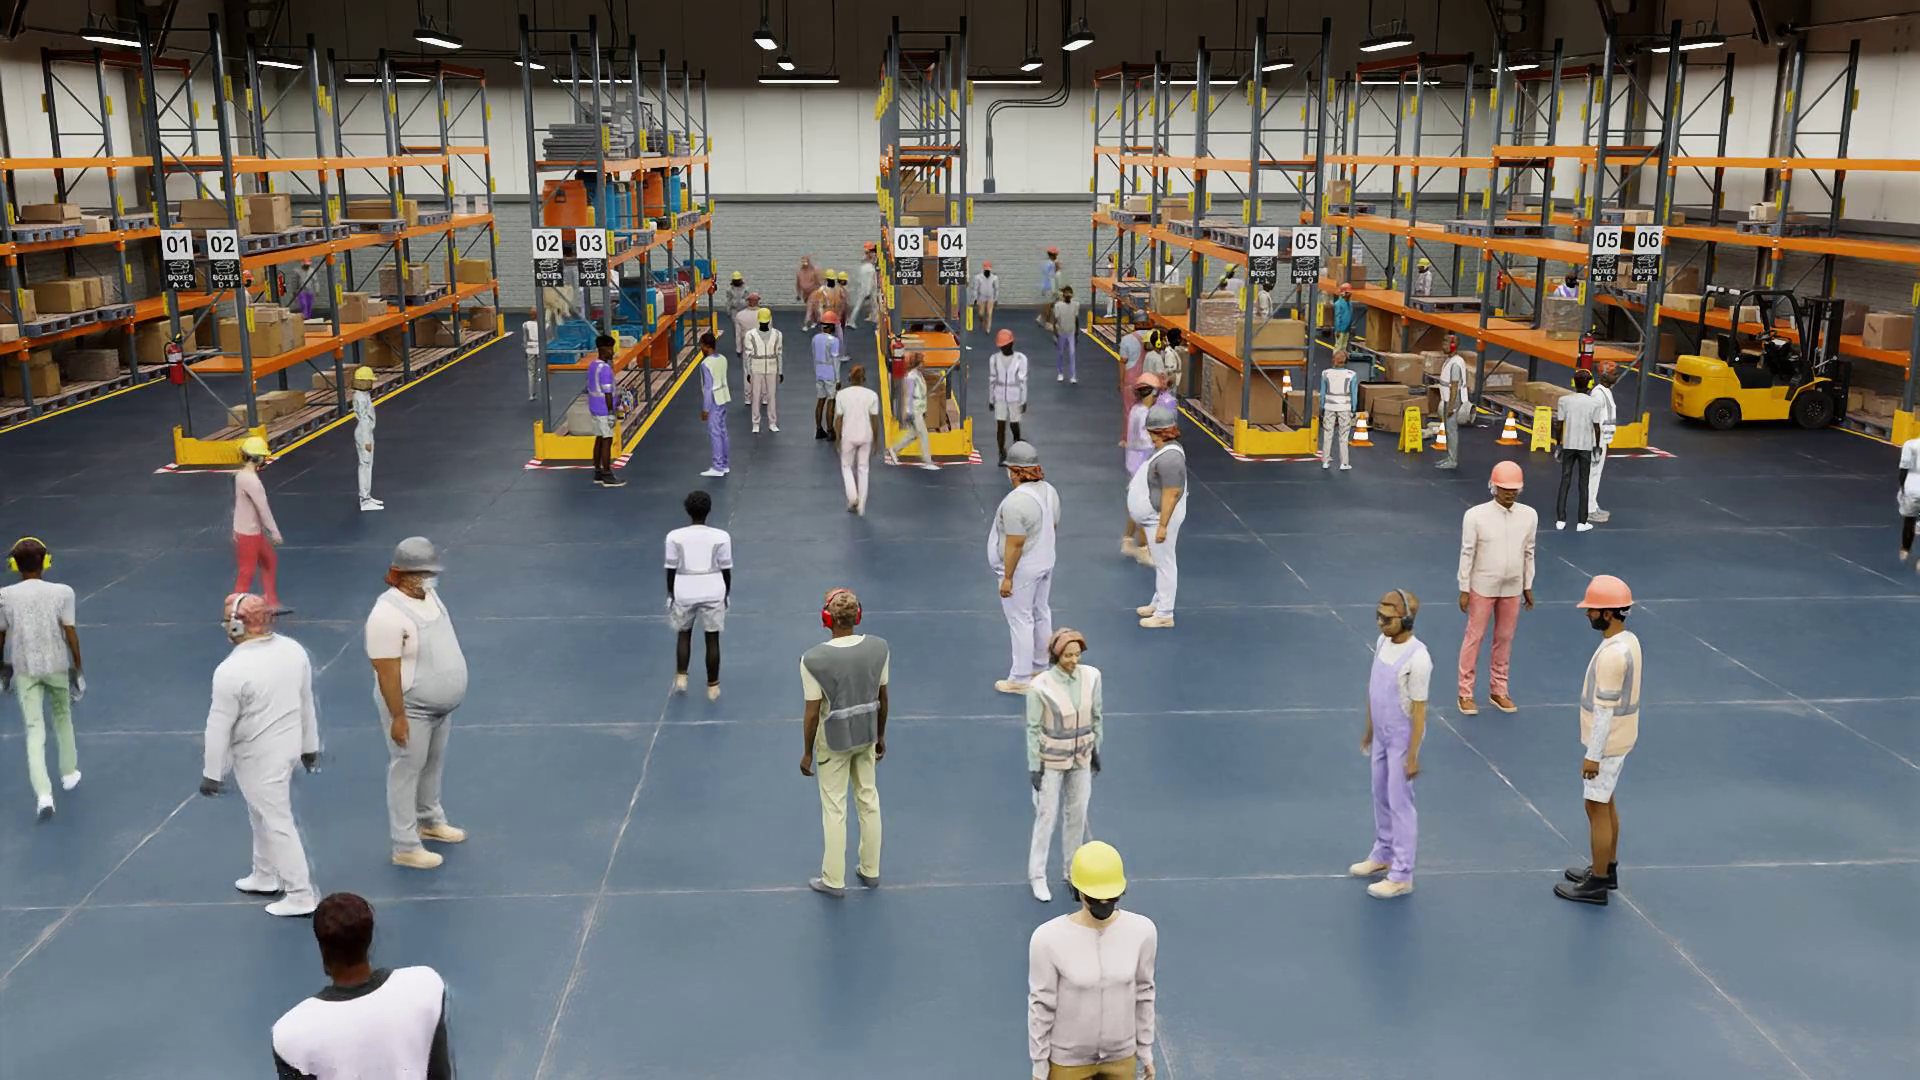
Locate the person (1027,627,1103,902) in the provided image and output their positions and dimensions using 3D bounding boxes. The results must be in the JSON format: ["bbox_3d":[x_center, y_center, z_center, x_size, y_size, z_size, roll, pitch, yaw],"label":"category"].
[{"bbox_3d":[0.600,1.291,9.685,0.517,1.631,0.315,-8,16,-31],"label":"person"}]

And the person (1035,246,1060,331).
[{"bbox_3d":[2.150,-6.029,39.850,0.519,2.019,0.653,-2,13,-9],"label":"person"}]

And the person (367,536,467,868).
[{"bbox_3d":[-3.290,0.961,10.197,0.538,2.000,0.720,2,13,7],"label":"person"}]

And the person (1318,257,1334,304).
[{"bbox_3d":[9.269,-6.321,41.954,0.502,1.616,0.476,-1,13,-4],"label":"person"}]

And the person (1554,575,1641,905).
[{"bbox_3d":[3.719,1.149,9.662,0.390,1.924,0.548,7,15,28],"label":"person"}]

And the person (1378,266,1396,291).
[{"bbox_3d":[9.713,-5.391,37.839,0.321,1.696,0.536,-7,15,-28],"label":"person"}]

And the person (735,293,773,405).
[{"bbox_3d":[-3.480,-3.245,28.303,0.655,1.905,0.407,0,13,2],"label":"person"}]

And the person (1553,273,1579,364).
[{"bbox_3d":[12.330,-4.494,33.730,0.634,1.843,0.429,-2,13,-9],"label":"person"}]

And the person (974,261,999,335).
[{"bbox_3d":[0.626,-5.649,38.833,0.584,1.735,0.370,-1,13,-5],"label":"person"}]

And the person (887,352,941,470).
[{"bbox_3d":[-0.636,-1.757,22.644,0.740,1.611,0.528,3,14,11],"label":"person"}]

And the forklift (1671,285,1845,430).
[{"bbox_3d":[12.503,-2.886,26.166,2.313,2.155,1.214,-1,13,-3],"label":"forklift"}]

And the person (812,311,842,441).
[{"bbox_3d":[-1.961,-2.452,24.900,0.546,1.928,0.384,12,18,43],"label":"person"}]

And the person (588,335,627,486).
[{"bbox_3d":[-4.613,-1.676,21.557,0.459,1.965,0.659,-8,15,-30],"label":"person"}]

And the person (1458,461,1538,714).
[{"bbox_3d":[4.141,0.367,12.808,0.616,1.993,0.395,-2,13,-8],"label":"person"}]

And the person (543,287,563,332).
[{"bbox_3d":[-9.014,-5.119,36.659,0.562,1.706,0.782,4,14,18],"label":"person"}]

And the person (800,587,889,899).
[{"bbox_3d":[-0.662,1.183,9.671,0.565,1.846,0.390,-9,16,-34],"label":"person"}]

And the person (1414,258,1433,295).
[{"bbox_3d":[10.700,-5.588,38.420,0.404,1.824,0.591,0,13,-1],"label":"person"}]

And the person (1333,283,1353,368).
[{"bbox_3d":[7.434,-4.090,32.210,0.326,1.752,0.560,10,17,36],"label":"person"}]

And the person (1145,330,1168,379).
[{"bbox_3d":[2.701,-1.958,22.930,0.312,1.869,0.537,-3,14,-12],"label":"person"}]

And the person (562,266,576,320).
[{"bbox_3d":[-10.071,-6.483,42.363,0.592,1.735,0.554,8,15,29],"label":"person"}]

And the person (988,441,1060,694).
[{"bbox_3d":[0.481,0.210,13.378,0.535,2.000,0.684,9,16,32],"label":"person"}]

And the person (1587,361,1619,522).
[{"bbox_3d":[7.531,-1.167,19.549,0.353,1.883,0.577,6,15,25],"label":"person"}]

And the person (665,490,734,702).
[{"bbox_3d":[-2.054,0.449,13.169,0.541,1.666,0.402,-2,13,-9],"label":"person"}]

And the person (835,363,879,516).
[{"bbox_3d":[-1.222,-1.189,19.754,0.535,1.826,0.412,-2,13,-9],"label":"person"}]

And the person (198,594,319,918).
[{"bbox_3d":[-4.035,1.222,9.428,0.797,1.877,0.654,3,14,13],"label":"person"}]

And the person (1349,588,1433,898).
[{"bbox_3d":[2.539,1.173,9.728,0.338,1.840,0.504,-3,14,-12],"label":"person"}]

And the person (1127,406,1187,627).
[{"bbox_3d":[1.797,-0.224,15.218,0.536,2.000,0.673,1,13,5],"label":"person"}]

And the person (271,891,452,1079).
[{"bbox_3d":[-1.998,2.105,5.706,0.591,1.881,0.951,-8,16,-32],"label":"person"}]

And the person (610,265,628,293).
[{"bbox_3d":[-7.793,-5.497,37.885,0.575,1.887,0.362,-11,17,-38],"label":"person"}]

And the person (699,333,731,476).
[{"bbox_3d":[-3.270,-1.806,22.195,0.399,1.913,0.590,4,14,16],"label":"person"}]

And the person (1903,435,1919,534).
[{"bbox_3d":[11.003,-0.986,18.784,0.573,1.883,0.353,-9,16,-35],"label":"person"}]

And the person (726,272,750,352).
[{"bbox_3d":[-4.739,-4.855,35.537,0.505,1.711,0.794,-2,13,-6],"label":"person"}]
